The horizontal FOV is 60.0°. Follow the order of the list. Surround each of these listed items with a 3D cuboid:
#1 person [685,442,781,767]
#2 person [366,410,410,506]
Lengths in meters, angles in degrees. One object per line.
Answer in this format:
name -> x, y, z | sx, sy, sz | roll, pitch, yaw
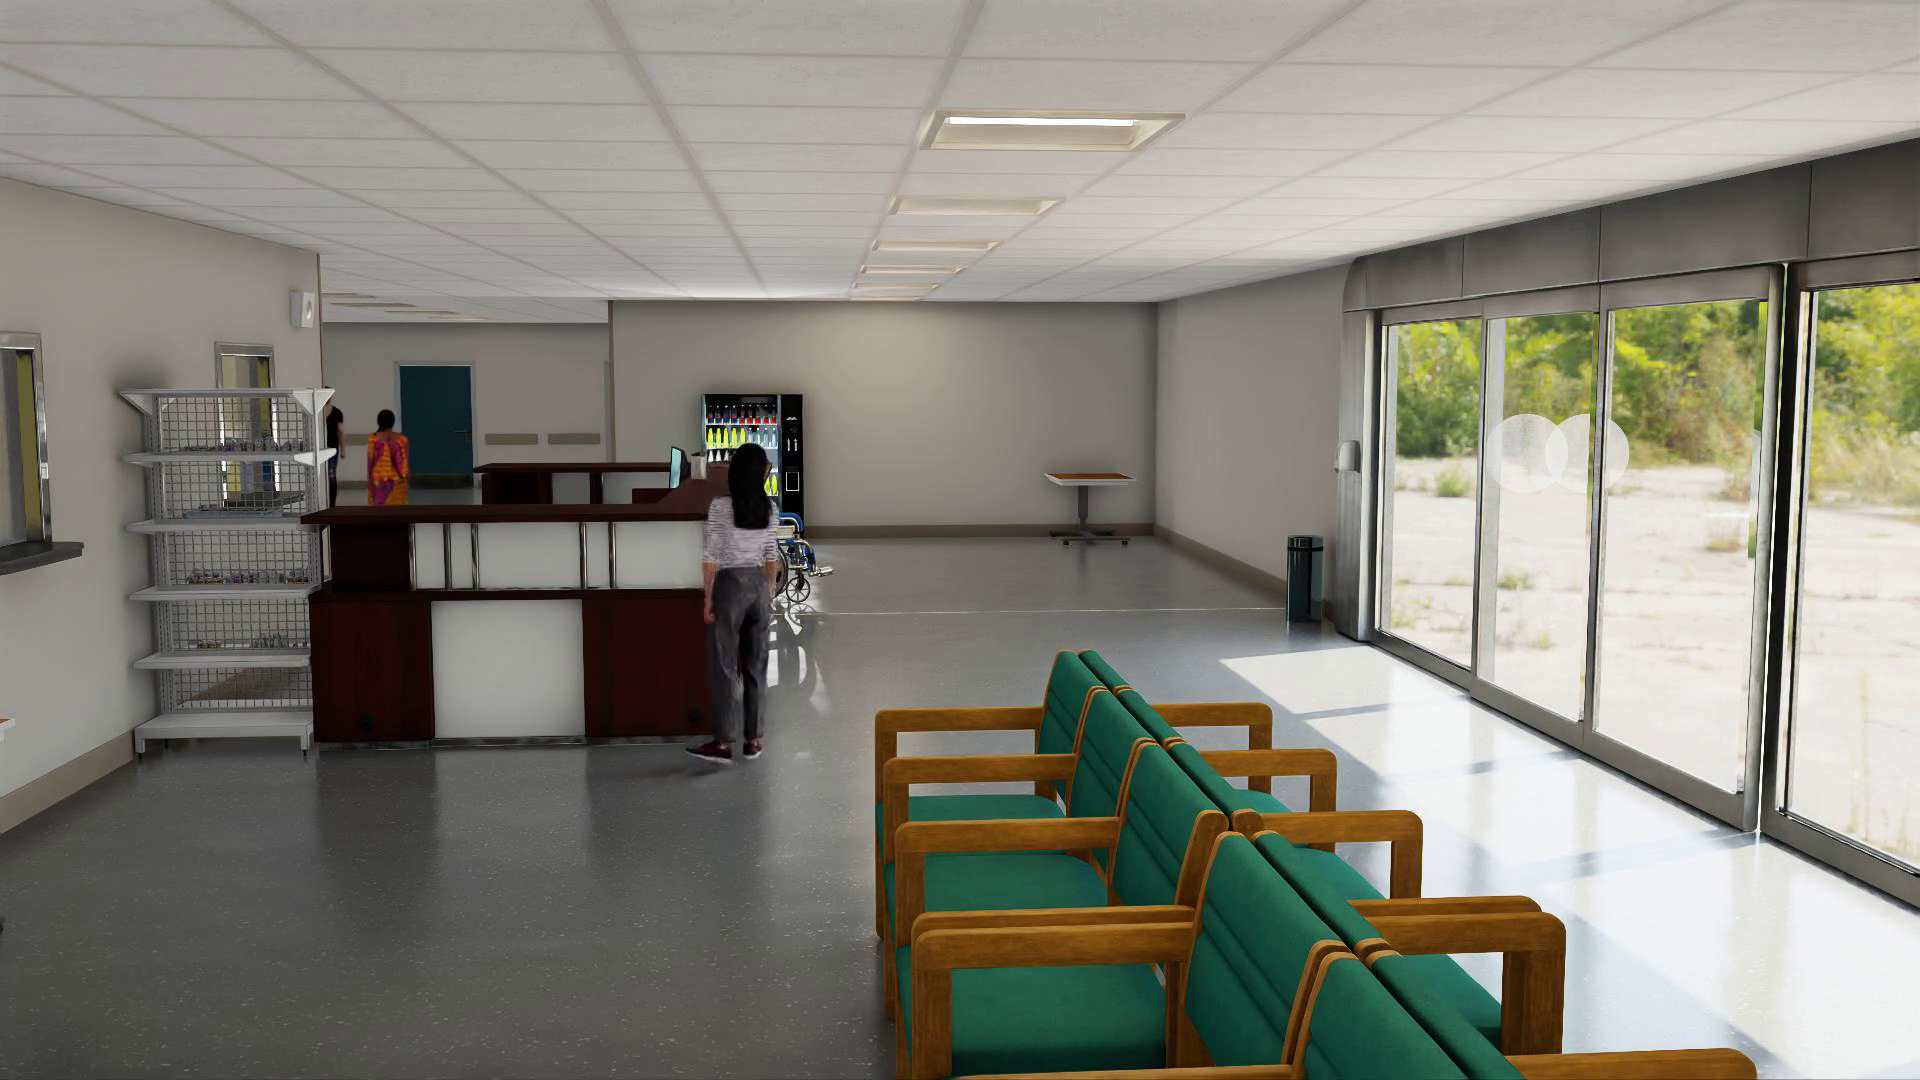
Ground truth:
person -> -1.180, 0.349, 8.914 | 0.926, 1.703, 0.784 | 5, 8, 41
person -> -6.836, -0.726, 19.857 | 0.855, 1.653, 0.894 | -3, 7, -28
